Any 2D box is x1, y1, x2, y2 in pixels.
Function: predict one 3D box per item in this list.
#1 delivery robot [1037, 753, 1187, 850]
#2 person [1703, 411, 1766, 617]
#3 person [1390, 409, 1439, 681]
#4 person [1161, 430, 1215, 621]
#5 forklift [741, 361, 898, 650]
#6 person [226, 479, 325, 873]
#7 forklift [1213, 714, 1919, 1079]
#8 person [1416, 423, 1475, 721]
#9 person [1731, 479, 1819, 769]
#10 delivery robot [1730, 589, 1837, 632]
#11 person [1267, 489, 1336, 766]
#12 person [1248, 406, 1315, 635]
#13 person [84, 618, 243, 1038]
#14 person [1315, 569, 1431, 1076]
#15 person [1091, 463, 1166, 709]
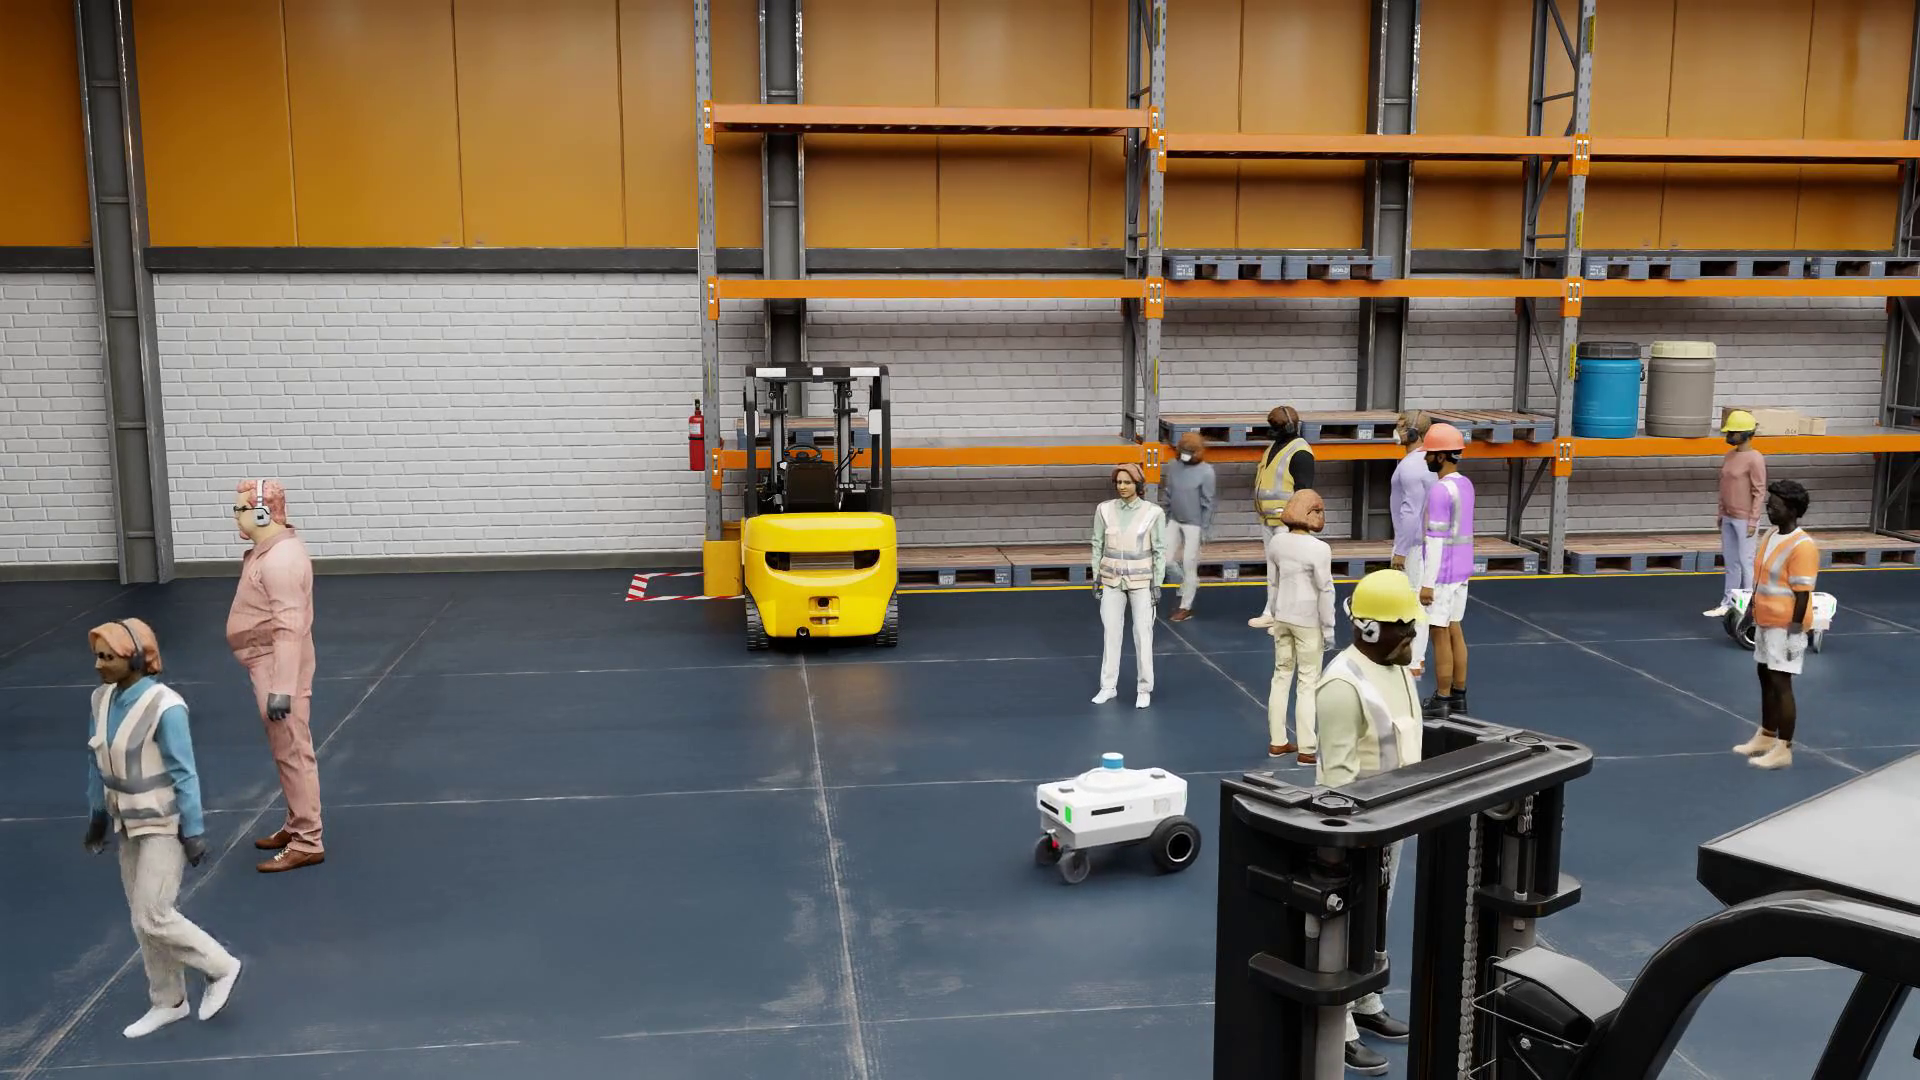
[{"bbox_3d":[0.737,1.279,8.071,0.707,0.478,0.477,-4,10,-25],"label":"delivery robot"},{"bbox_3d":[6.421,-0.185,13.740,0.328,1.765,0.527,-1,9,-5],"label":"person"},{"bbox_3d":[3.204,0.032,11.839,0.372,1.940,0.632,4,10,24],"label":"person"},{"bbox_3d":[1.858,-0.118,13.763,0.352,1.609,0.570,-9,13,-44],"label":"person"},{"bbox_3d":[-1.154,-0.340,13.365,1.214,2.155,2.313,-1,9,-7],"label":"forklift"},{"bbox_3d":[-3.335,0.649,8.088,0.401,1.906,0.651,-4,10,-22],"label":"person"},{"bbox_3d":[1.441,1.425,2.350,1.214,2.155,2.313,-7,12,-39],"label":"forklift"},{"bbox_3d":[3.121,0.209,10.793,0.394,1.930,0.539,6,11,34],"label":"person"},{"bbox_3d":[4.809,0.487,9.757,0.323,1.696,0.565,1,9,4],"label":"person"},{"bbox_3d":[6.353,0.514,12.846,0.707,0.478,0.477,2,9,13],"label":"delivery robot"},{"bbox_3d":[2.013,0.509,9.810,0.288,1.634,0.499,-6,11,-34],"label":"person"},{"bbox_3d":[2.579,-0.159,13.350,0.429,1.840,0.624,-3,9,-16],"label":"person"},{"bbox_3d":[-3.047,1.085,6.266,0.530,1.623,0.372,7,11,36],"label":"person"},{"bbox_3d":[1.511,1.007,6.088,0.404,1.828,0.602,6,11,34],"label":"person"},{"bbox_3d":[1.119,0.299,11.100,0.517,1.641,0.308,4,10,24],"label":"person"}]
